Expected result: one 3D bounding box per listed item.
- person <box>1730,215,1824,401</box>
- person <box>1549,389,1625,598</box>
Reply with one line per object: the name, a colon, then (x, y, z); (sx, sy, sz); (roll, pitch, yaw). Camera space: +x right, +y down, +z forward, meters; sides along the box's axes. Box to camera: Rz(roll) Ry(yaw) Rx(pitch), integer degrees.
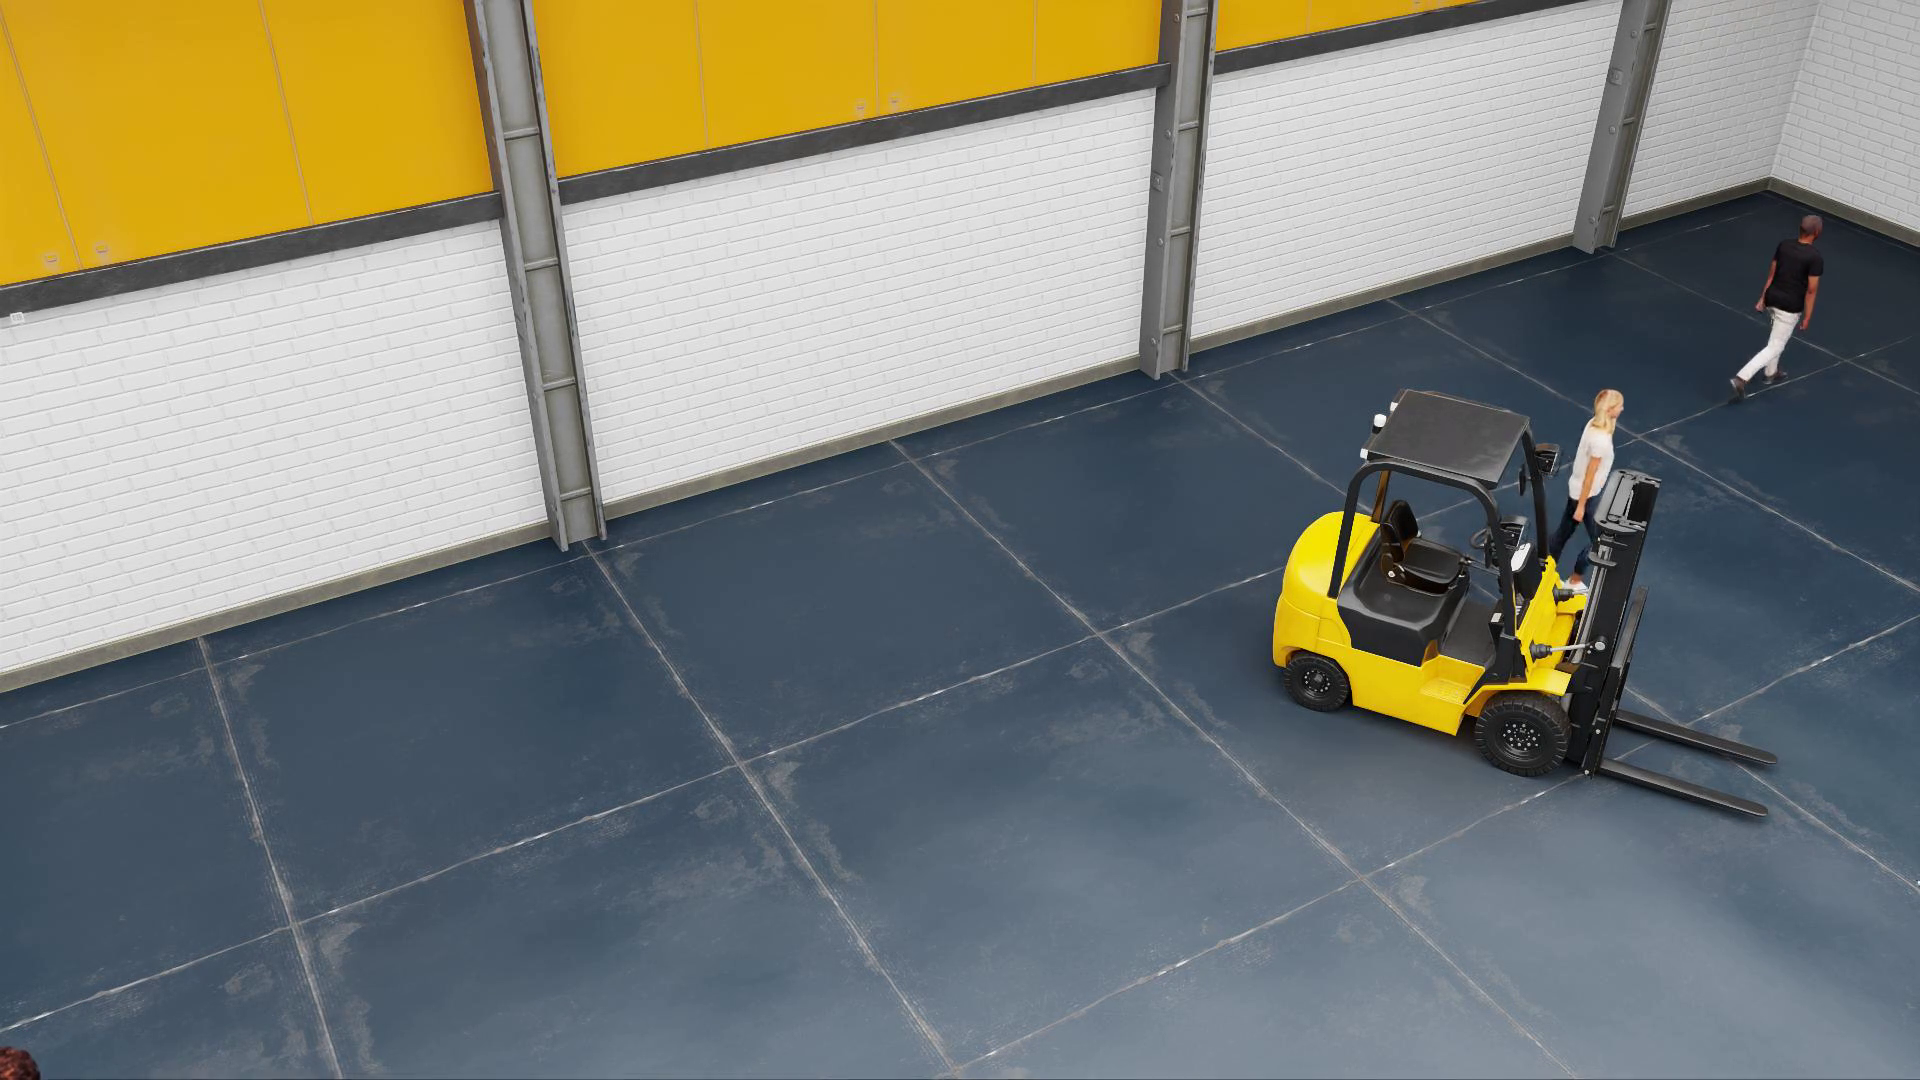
person: (7.621, -2.147, 15.505); (1.185, 1.776, 0.741); (-14, 36, -20)
person: (4.695, -0.351, 12.785); (0.837, 1.796, 0.780); (7, 34, 10)
